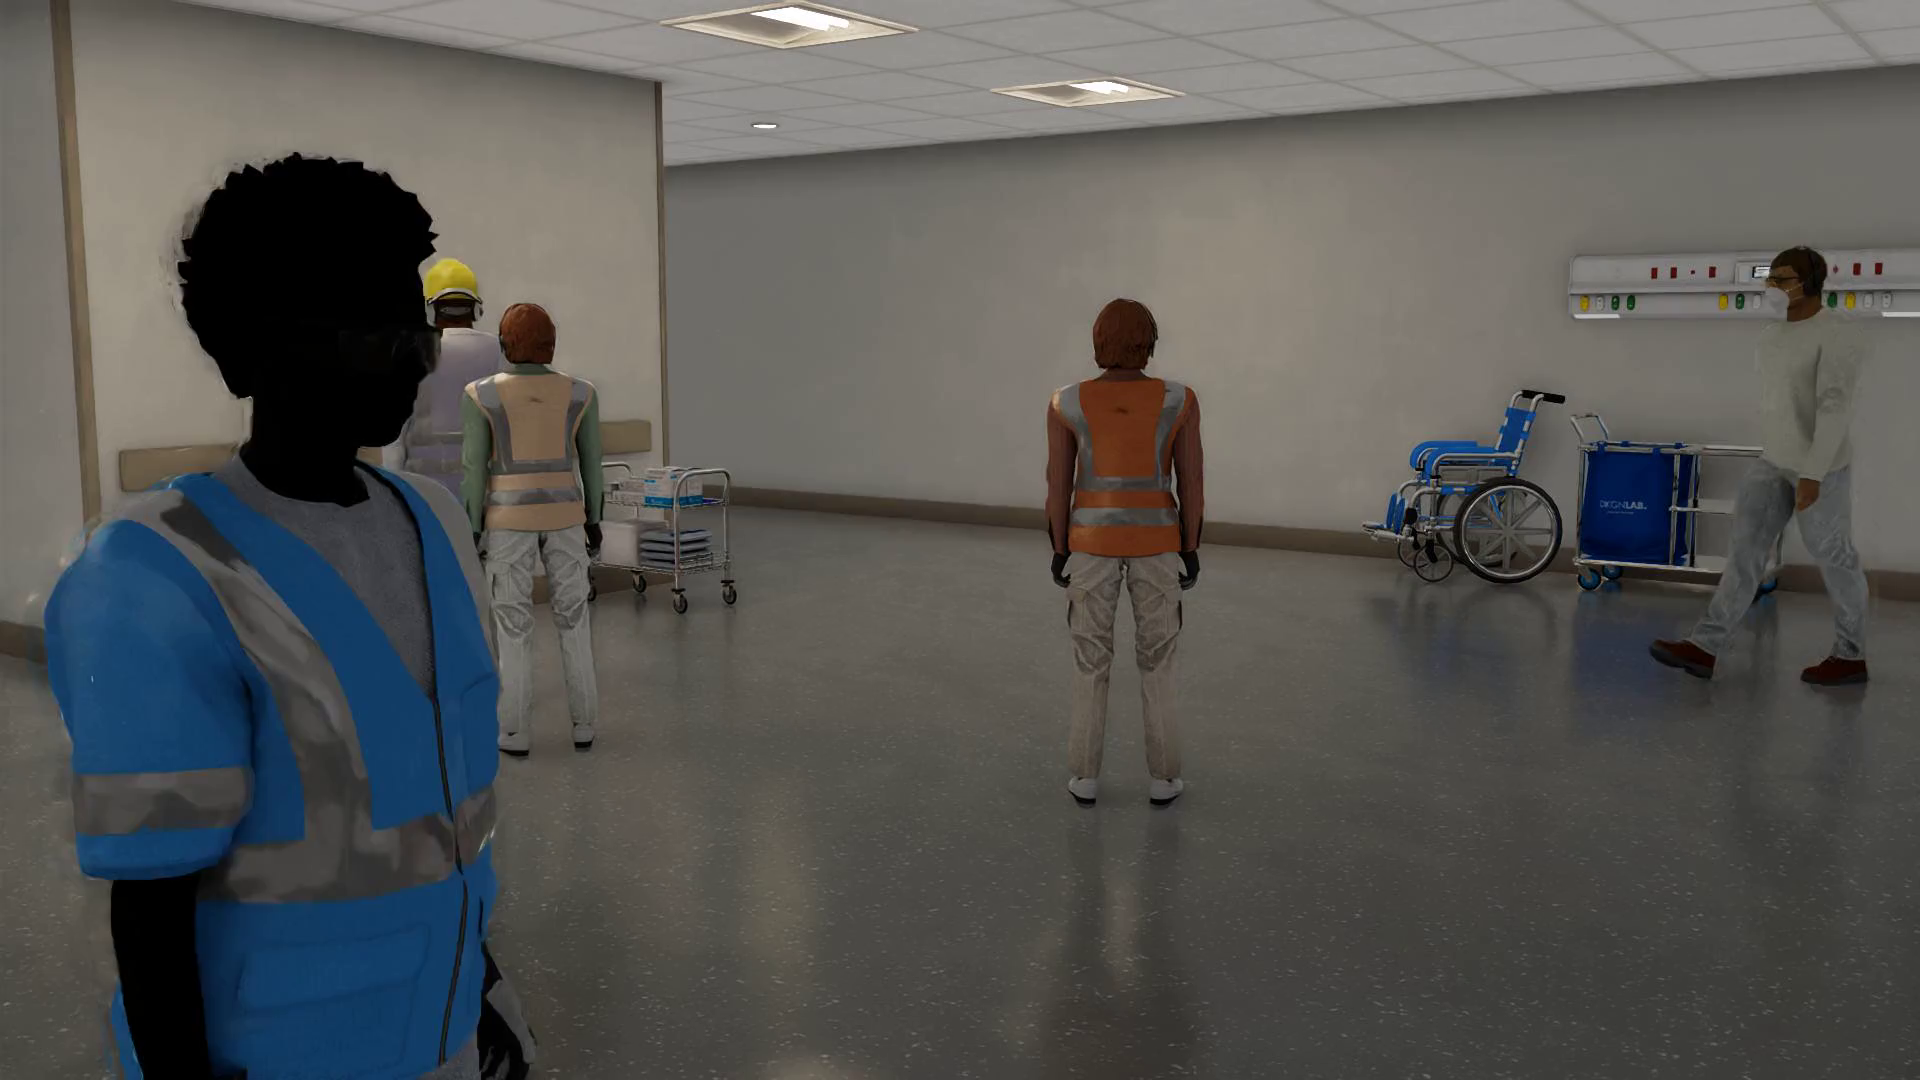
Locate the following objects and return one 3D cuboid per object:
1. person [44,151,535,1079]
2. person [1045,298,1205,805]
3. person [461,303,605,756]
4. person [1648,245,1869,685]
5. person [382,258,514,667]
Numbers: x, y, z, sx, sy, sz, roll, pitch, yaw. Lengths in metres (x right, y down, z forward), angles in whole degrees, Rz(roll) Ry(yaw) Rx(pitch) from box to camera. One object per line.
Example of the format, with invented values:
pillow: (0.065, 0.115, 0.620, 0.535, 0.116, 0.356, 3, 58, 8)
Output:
person: (-0.617, 0.487, 1.645, 0.316, 1.695, 0.574, 2, 7, 16)
person: (0.531, 0.046, 5.380, 0.512, 1.641, 0.307, 1, 7, 6)
person: (-1.548, -0.037, 6.056, 0.523, 1.638, 0.310, -4, 8, -29)
person: (3.517, -0.303, 7.144, 1.003, 1.887, 0.654, -1, 7, -9)
person: (-2.001, -0.205, 6.676, 0.594, 1.829, 0.403, -3, 8, -20)
